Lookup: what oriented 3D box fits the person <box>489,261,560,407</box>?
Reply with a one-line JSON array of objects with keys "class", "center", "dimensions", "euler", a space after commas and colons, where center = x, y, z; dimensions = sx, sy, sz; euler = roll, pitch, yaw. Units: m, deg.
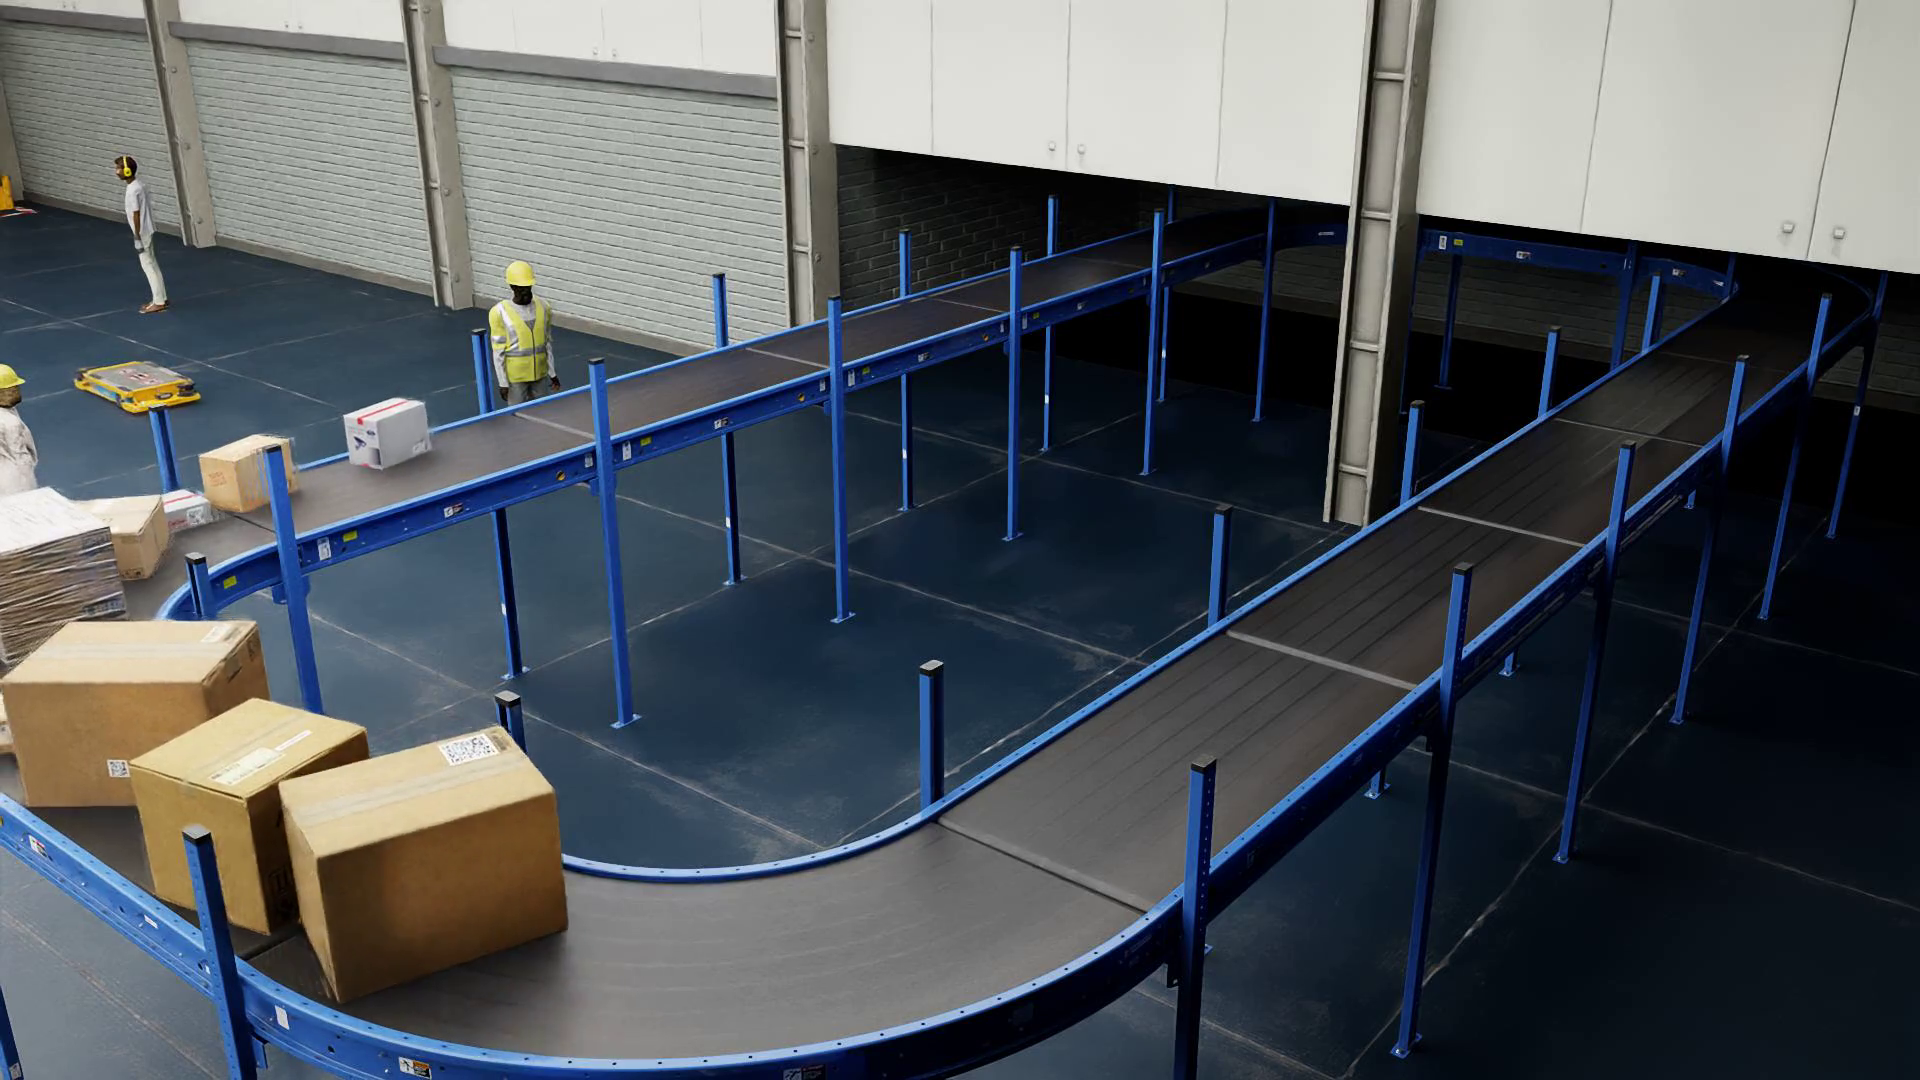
[{"class": "person", "center": [-3.683, -1.420, 14.169], "dimensions": [0.373, 1.928, 0.584], "euler": [18, 28, 38]}]

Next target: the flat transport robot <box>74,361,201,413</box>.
[{"class": "flat transport robot", "center": [-8.317, -1.571, 16.778], "dimensions": [1.431, 0.197, 0.652], "euler": [18, 28, 38]}]

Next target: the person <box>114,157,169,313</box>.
[{"class": "person", "center": [-9.835, -3.666, 19.975], "dimensions": [0.327, 1.861, 0.501], "euler": [-5, 22, -11]}]
